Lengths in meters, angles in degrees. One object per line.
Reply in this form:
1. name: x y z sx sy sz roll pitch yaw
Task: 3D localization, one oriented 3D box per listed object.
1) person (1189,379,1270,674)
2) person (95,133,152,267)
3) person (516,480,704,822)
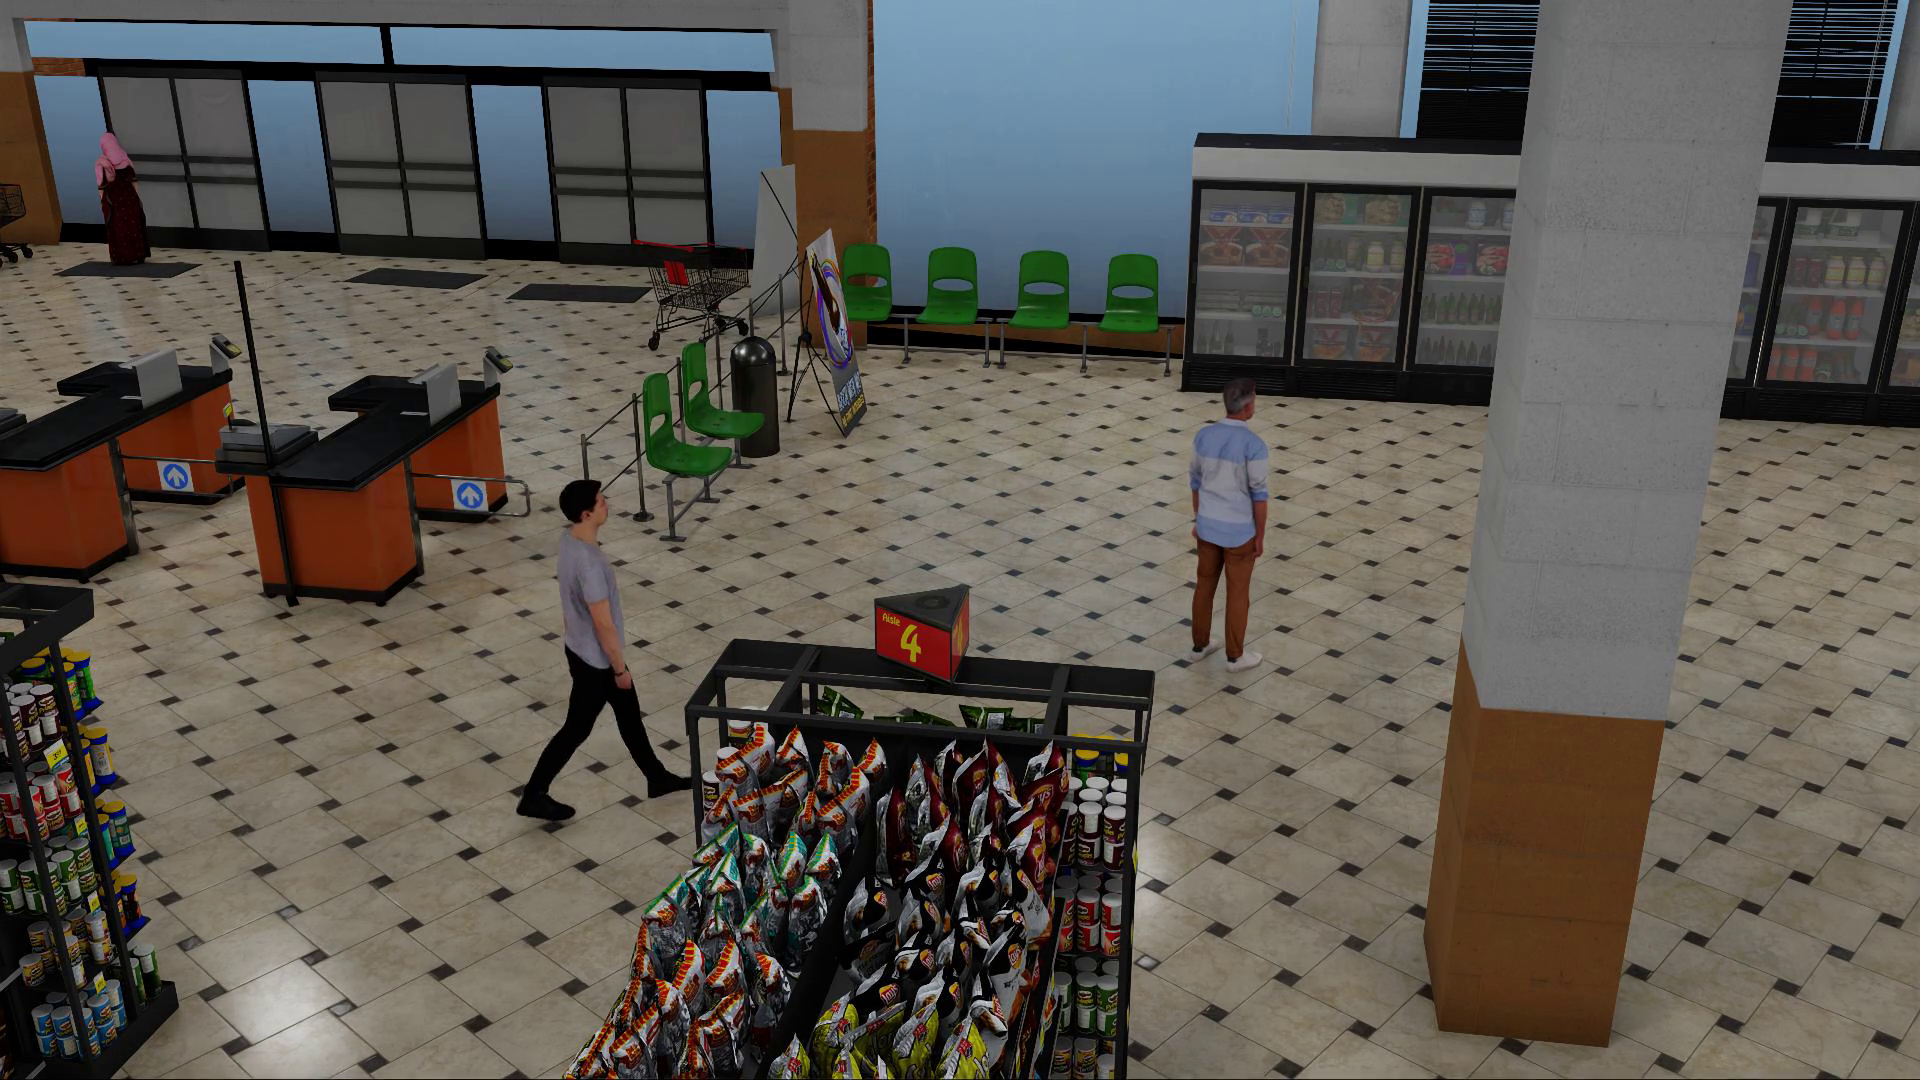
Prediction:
1. person: 1.630 -0.093 10.127 0.767 1.824 0.761 19 28 38
2. person: -10.460 -4.246 20.710 0.746 1.638 0.826 -18 28 -38
3. person: -1.939 0.612 8.379 1.126 1.819 1.251 -7 23 -17
